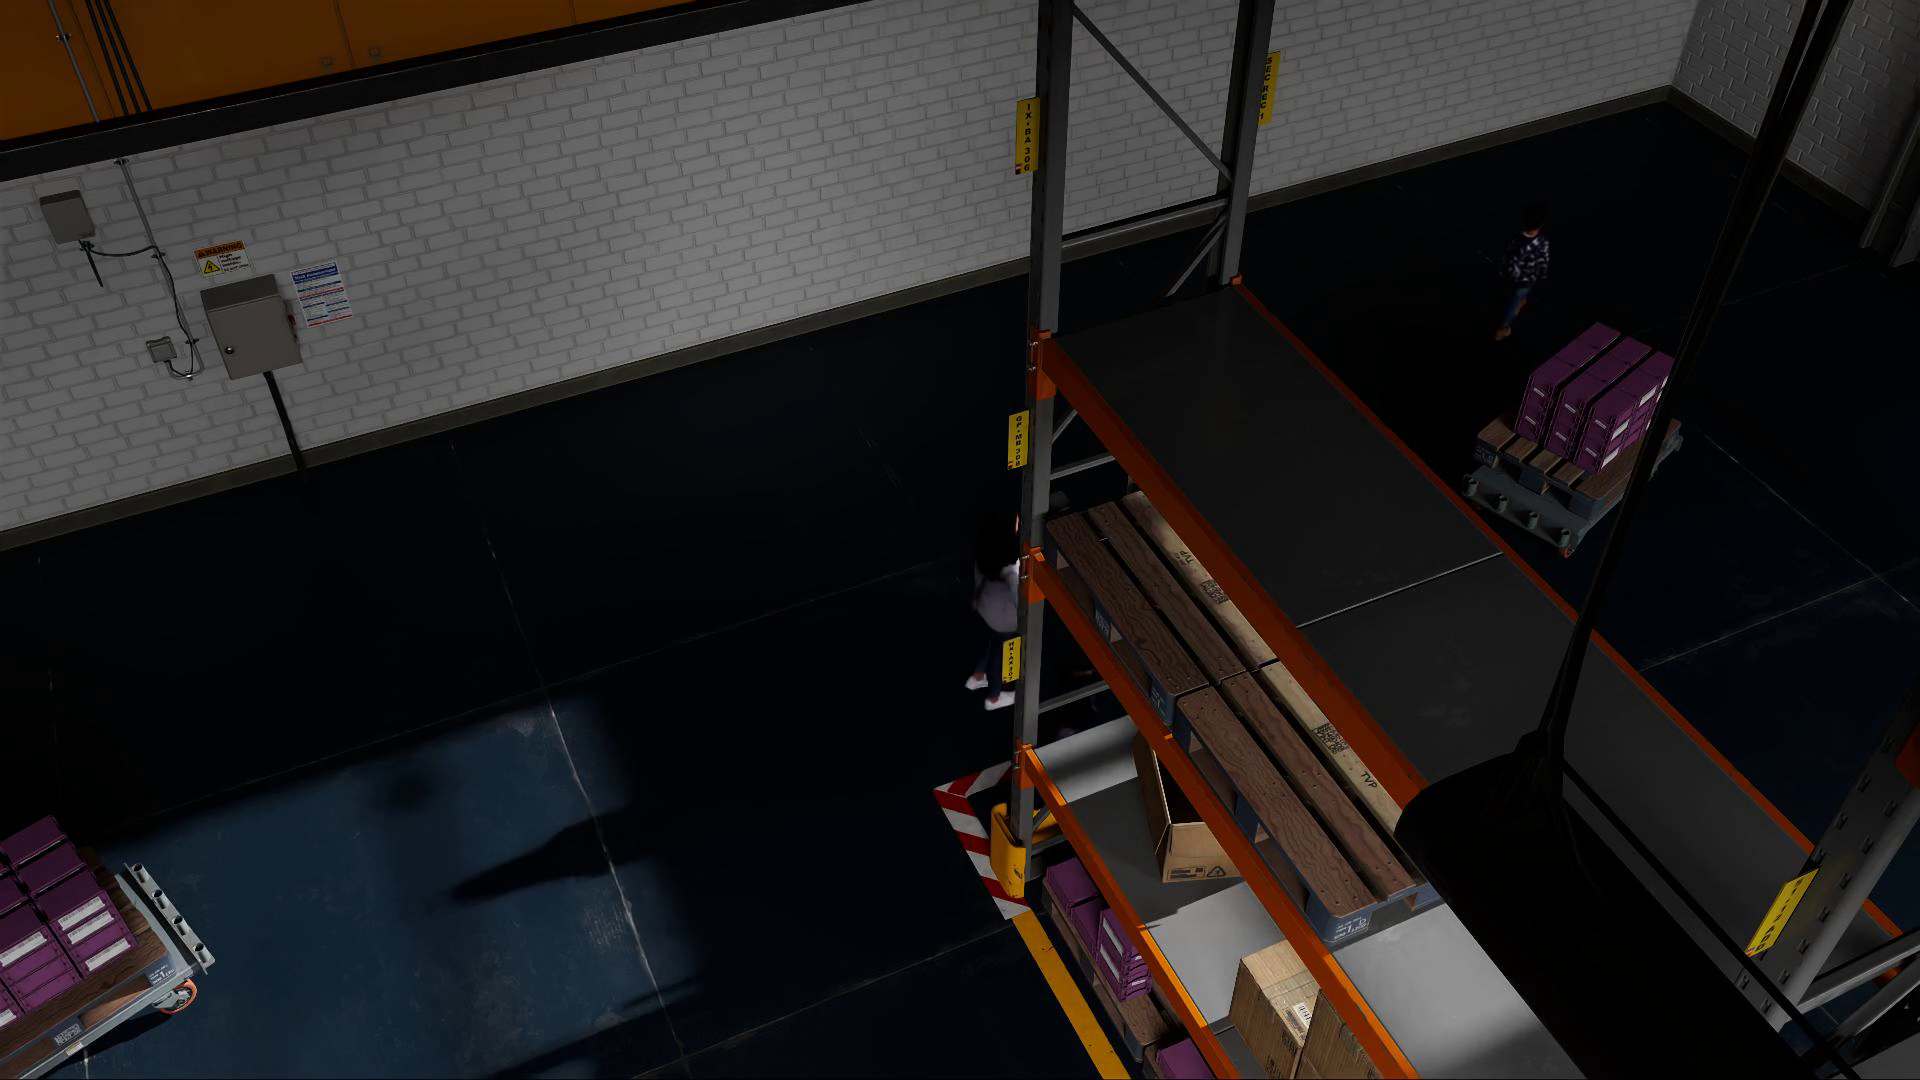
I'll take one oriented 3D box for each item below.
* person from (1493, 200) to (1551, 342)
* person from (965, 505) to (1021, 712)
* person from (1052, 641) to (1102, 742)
[{"bbox_3d":[4.573,-2.175,13.602,0.724,1.220,0.811,-34,53,-30],"label":"person"},{"bbox_3d":[0.173,0.487,10.441,0.671,1.726,0.510,-18,46,-18],"label":"person"},{"bbox_3d":[0.638,1.060,10.225,0.643,1.195,0.671,-14,45,-14],"label":"person"}]
